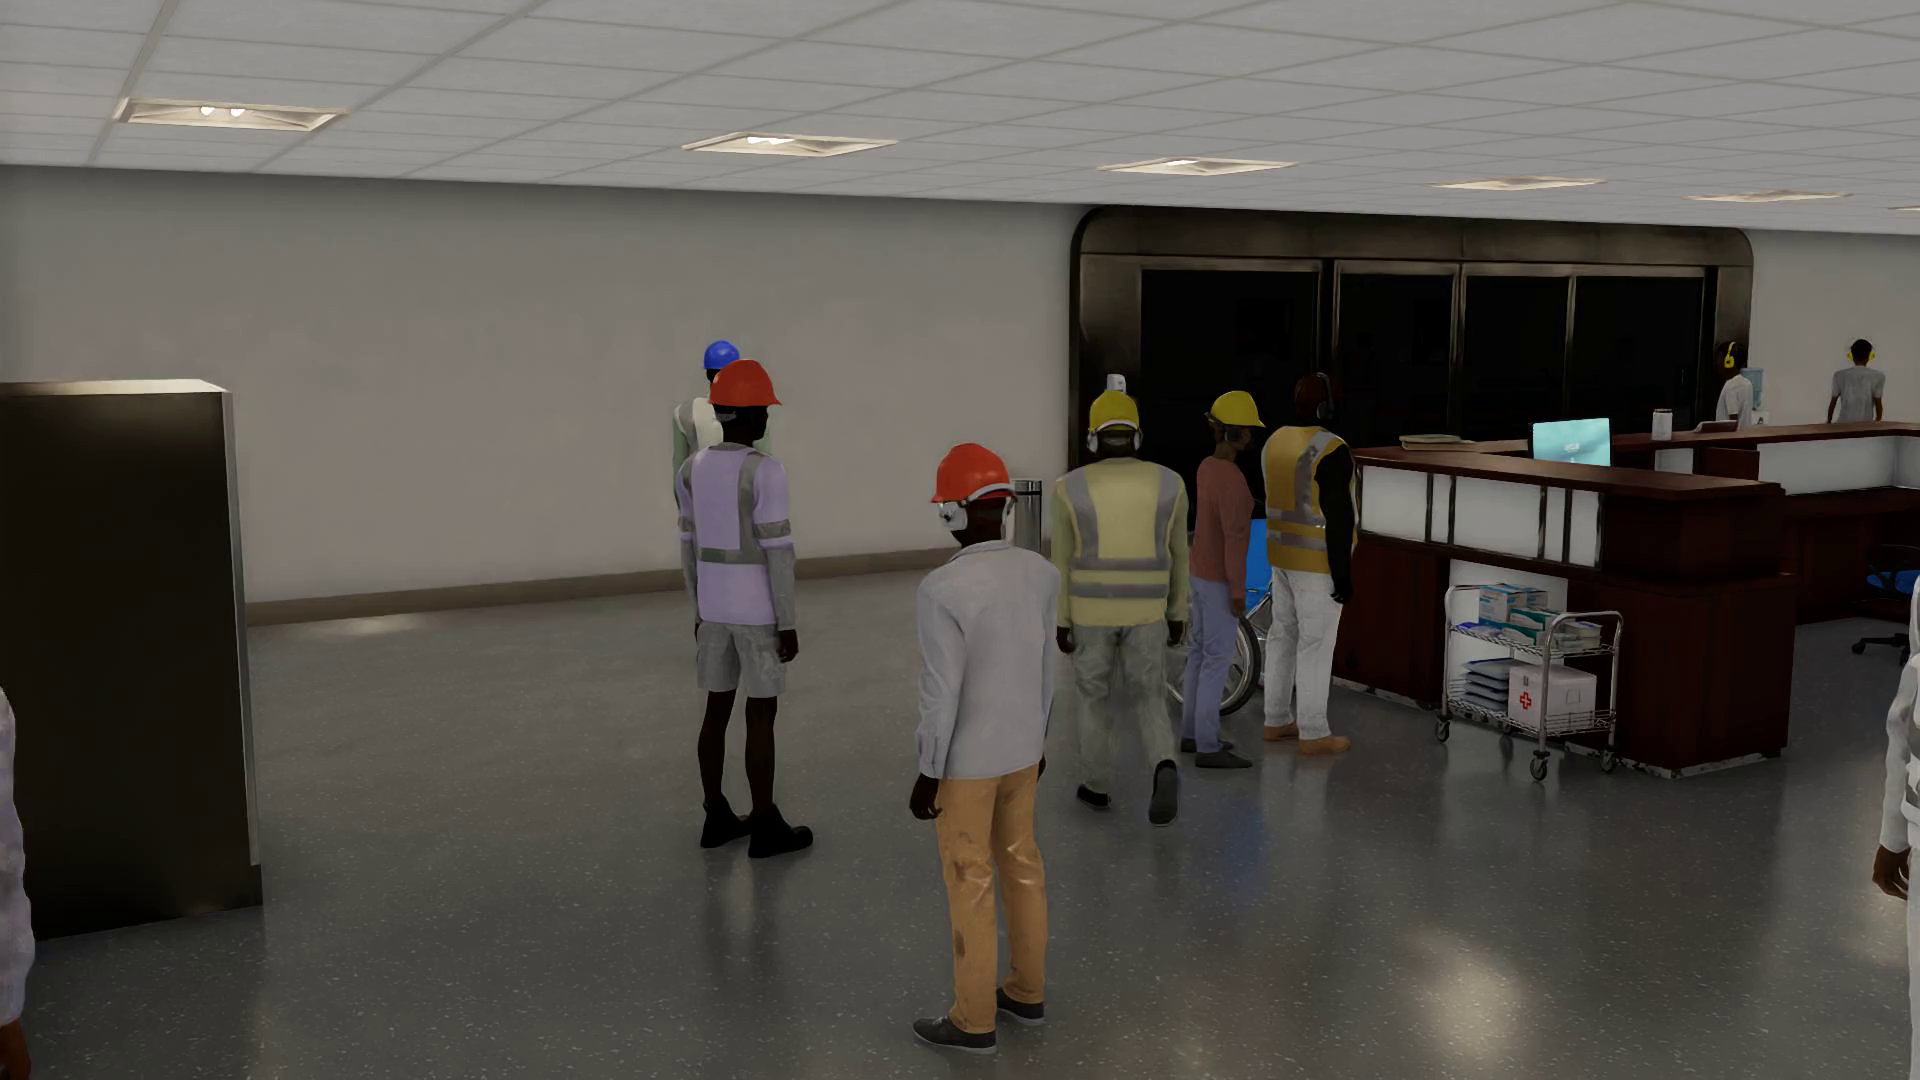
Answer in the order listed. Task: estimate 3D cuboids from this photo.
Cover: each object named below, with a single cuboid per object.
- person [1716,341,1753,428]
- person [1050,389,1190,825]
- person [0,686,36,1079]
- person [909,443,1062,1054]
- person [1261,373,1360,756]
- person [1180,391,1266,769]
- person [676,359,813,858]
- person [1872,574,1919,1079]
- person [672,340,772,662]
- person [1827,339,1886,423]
[{"bbox_3d":[6.494,-0.737,14.030,0.313,1.869,0.528,6,10,37],"label":"person"},{"bbox_3d":[0.676,0.290,6.857,0.595,1.809,0.686,-1,8,-8],"label":"person"},{"bbox_3d":[-1.862,0.809,2.718,0.624,1.913,0.939,-7,11,-42],"label":"person"},{"bbox_3d":[0.050,0.593,4.826,0.342,1.747,0.572,7,10,40],"label":"person"},{"bbox_3d":[1.691,0.115,8.016,0.430,1.836,0.618,-3,8,-20],"label":"person"},{"bbox_3d":[1.243,0.182,7.792,0.349,1.758,0.522,-1,8,-8],"label":"person"},{"bbox_3d":[-0.843,0.267,6.511,0.543,1.939,0.360,6,10,35],"label":"person"},{"bbox_3d":[2.244,0.695,3.618,0.342,1.879,0.587,-2,8,-16],"label":"person"},{"bbox_3d":[-1.406,-0.211,9.931,0.604,1.949,0.389,0,8,2],"label":"person"},{"bbox_3d":[9.269,-1.161,17.233,0.544,1.841,0.798,6,10,35],"label":"person"}]
